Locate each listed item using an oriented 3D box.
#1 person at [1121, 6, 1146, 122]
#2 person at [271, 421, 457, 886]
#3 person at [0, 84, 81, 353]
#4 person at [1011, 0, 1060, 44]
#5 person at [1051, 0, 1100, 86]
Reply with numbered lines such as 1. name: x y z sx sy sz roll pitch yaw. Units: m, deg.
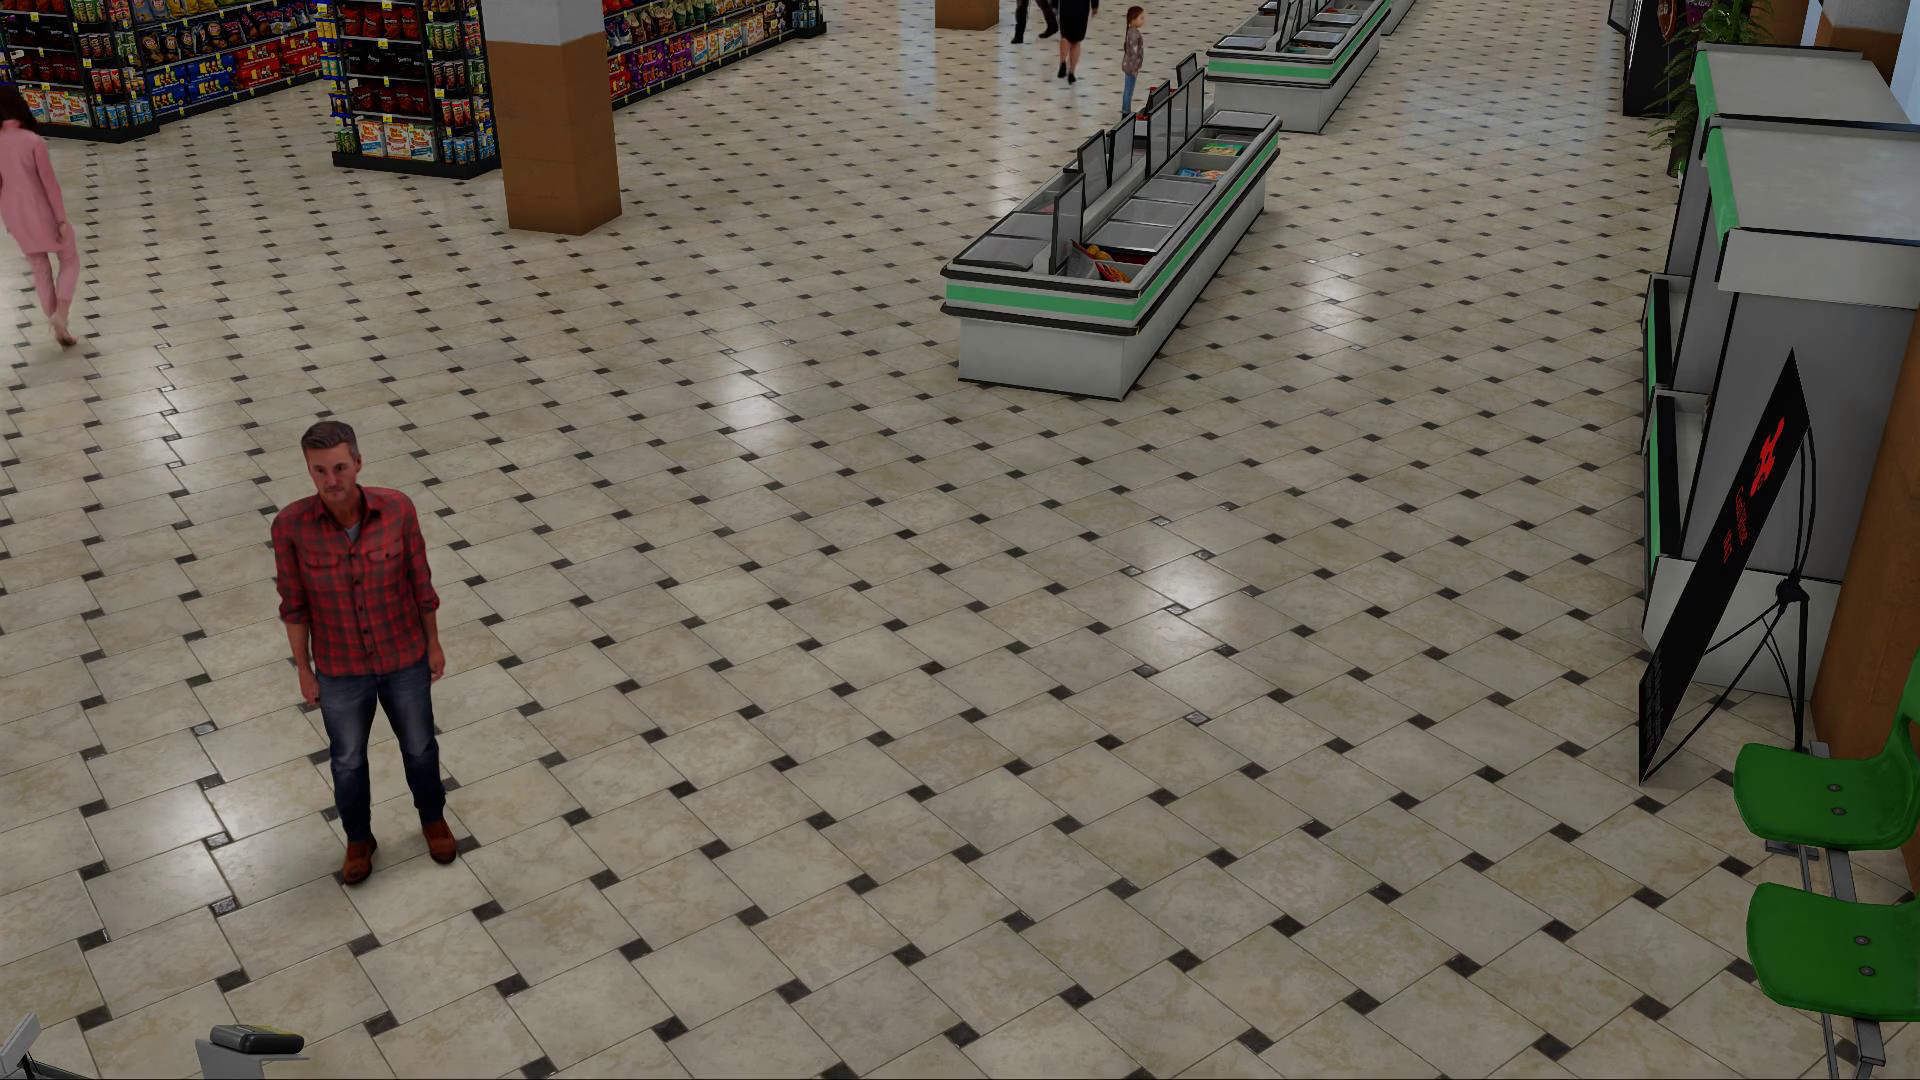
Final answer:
1. person: 1.792 -4.963 17.373 0.598 1.194 0.474 1 27 2
2. person: -2.163 0.404 6.087 0.753 1.829 0.806 -11 29 -21
3. person: -6.179 -2.089 11.046 0.758 1.790 0.813 -2 27 -4
4. person: 0.986 -7.271 21.283 1.223 1.773 0.952 -21 34 -35
5. person: 1.309 -6.024 18.954 0.758 1.656 0.736 3 27 6
